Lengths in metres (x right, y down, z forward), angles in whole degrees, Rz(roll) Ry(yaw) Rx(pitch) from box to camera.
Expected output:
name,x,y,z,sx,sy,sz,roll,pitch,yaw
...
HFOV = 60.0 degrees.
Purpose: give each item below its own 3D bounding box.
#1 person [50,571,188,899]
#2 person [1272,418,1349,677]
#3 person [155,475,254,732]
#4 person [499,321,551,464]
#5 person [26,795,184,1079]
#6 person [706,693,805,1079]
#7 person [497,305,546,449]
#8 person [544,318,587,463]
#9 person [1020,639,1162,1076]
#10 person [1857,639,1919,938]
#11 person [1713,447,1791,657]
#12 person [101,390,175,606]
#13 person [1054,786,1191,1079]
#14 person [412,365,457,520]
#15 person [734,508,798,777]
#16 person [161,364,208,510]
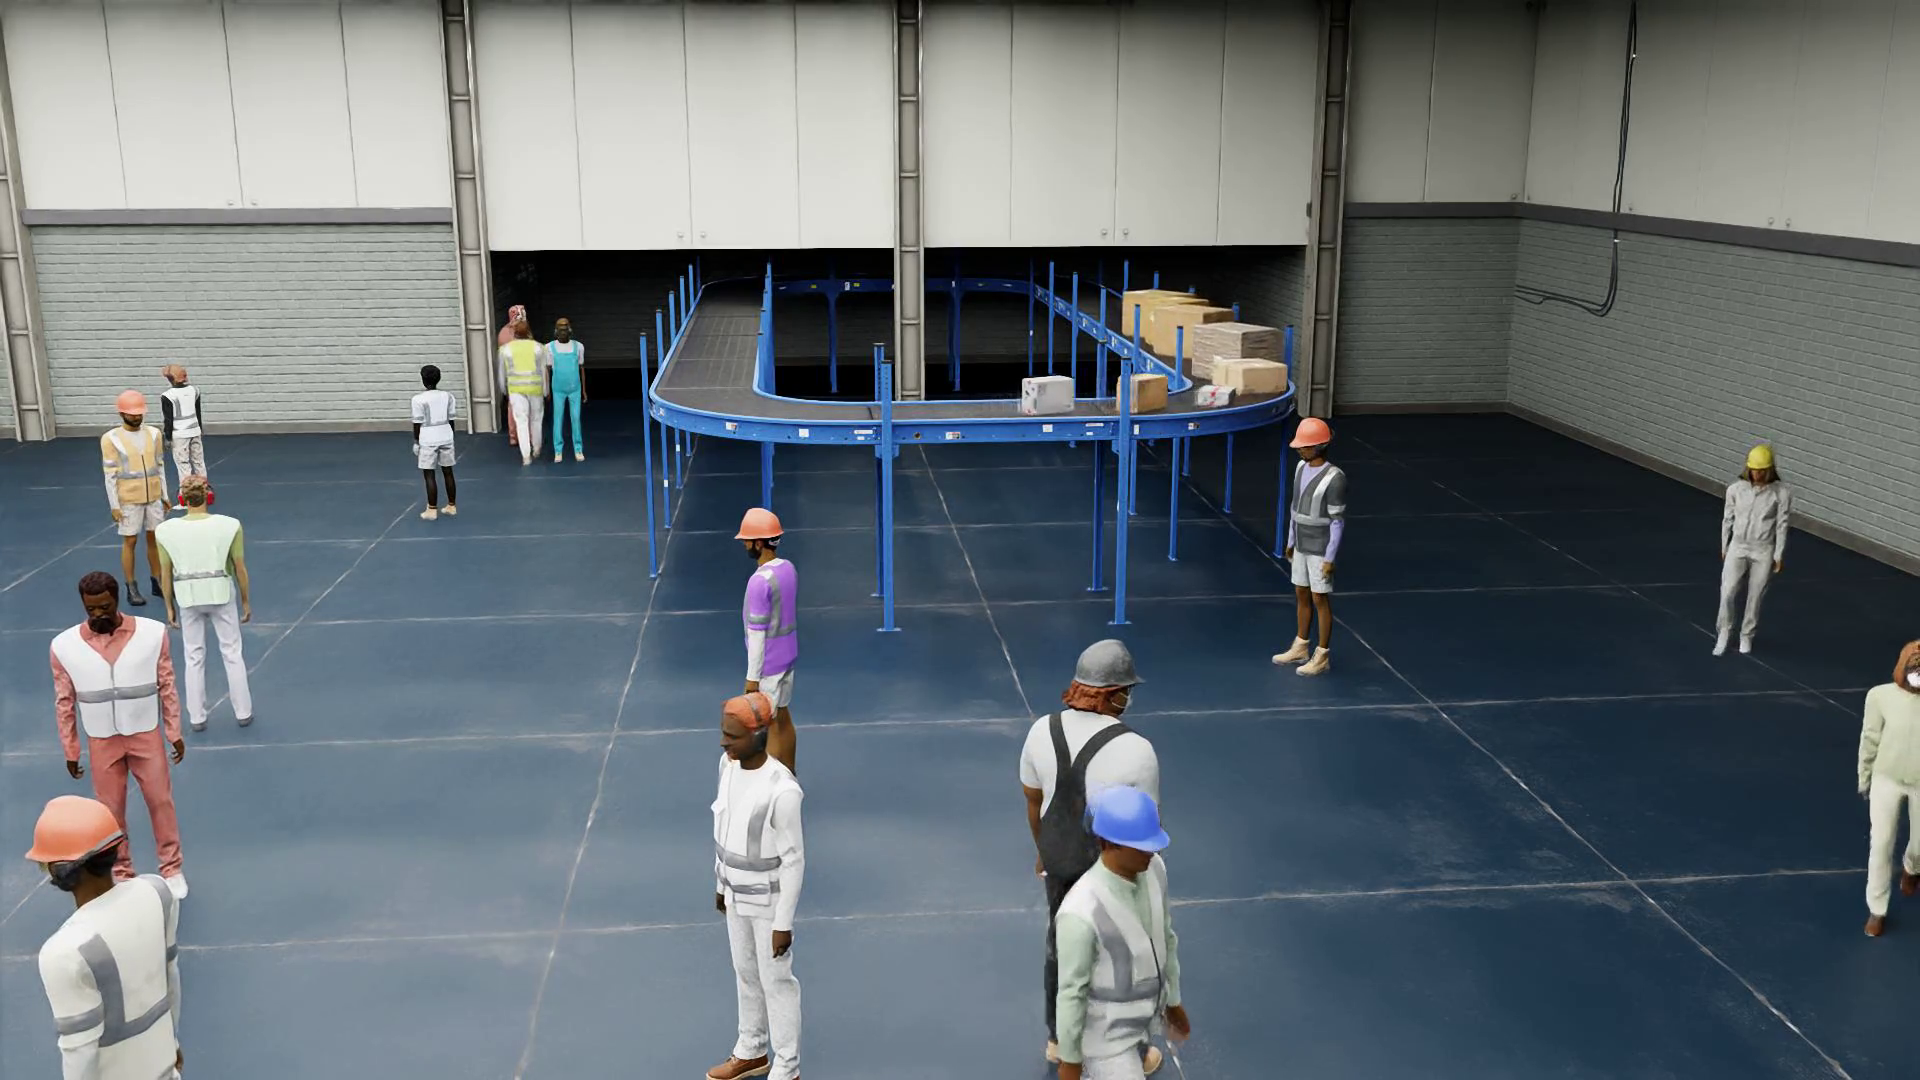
name,x,y,z,sx,sy,sz,roll,pitch,yaw
person,-4.596,1.077,9.126,0.600,1.906,0.400,-7,15,-25
person,2.727,0.053,12.956,0.392,2.035,0.605,-6,15,-22
person,-5.323,0.455,11.758,0.562,1.835,0.384,-5,15,-19
person,-5.552,-1.897,21.269,0.634,1.801,0.954,-4,15,-15
person,-2.933,1.847,5.767,0.395,2.038,0.615,2,14,7
person,-0.891,1.560,7.233,0.355,1.884,0.575,-11,18,-38
person,-5.814,-2.159,22.065,0.651,1.907,0.409,12,18,40
person,-5.010,-1.902,21.159,0.516,1.844,0.329,-5,15,-20
person,0.639,1.418,7.480,0.676,2.000,0.536,11,18,39
person,5.057,1.286,8.861,0.512,1.616,0.582,9,17,33
person,6.364,0.111,13.367,0.489,1.723,0.658,7,16,27
person,-7.337,-0.383,14.902,0.377,1.932,0.552,10,17,34
person,0.537,1.787,6.276,0.919,1.919,0.609,9,17,33
person,-5.720,-1.066,18.141,0.319,1.690,0.535,11,18,37
person,-1.210,0.748,10.399,0.377,1.931,0.540,4,15,15
person,-8.660,-1.150,18.572,0.308,1.640,0.511,5,15,20
